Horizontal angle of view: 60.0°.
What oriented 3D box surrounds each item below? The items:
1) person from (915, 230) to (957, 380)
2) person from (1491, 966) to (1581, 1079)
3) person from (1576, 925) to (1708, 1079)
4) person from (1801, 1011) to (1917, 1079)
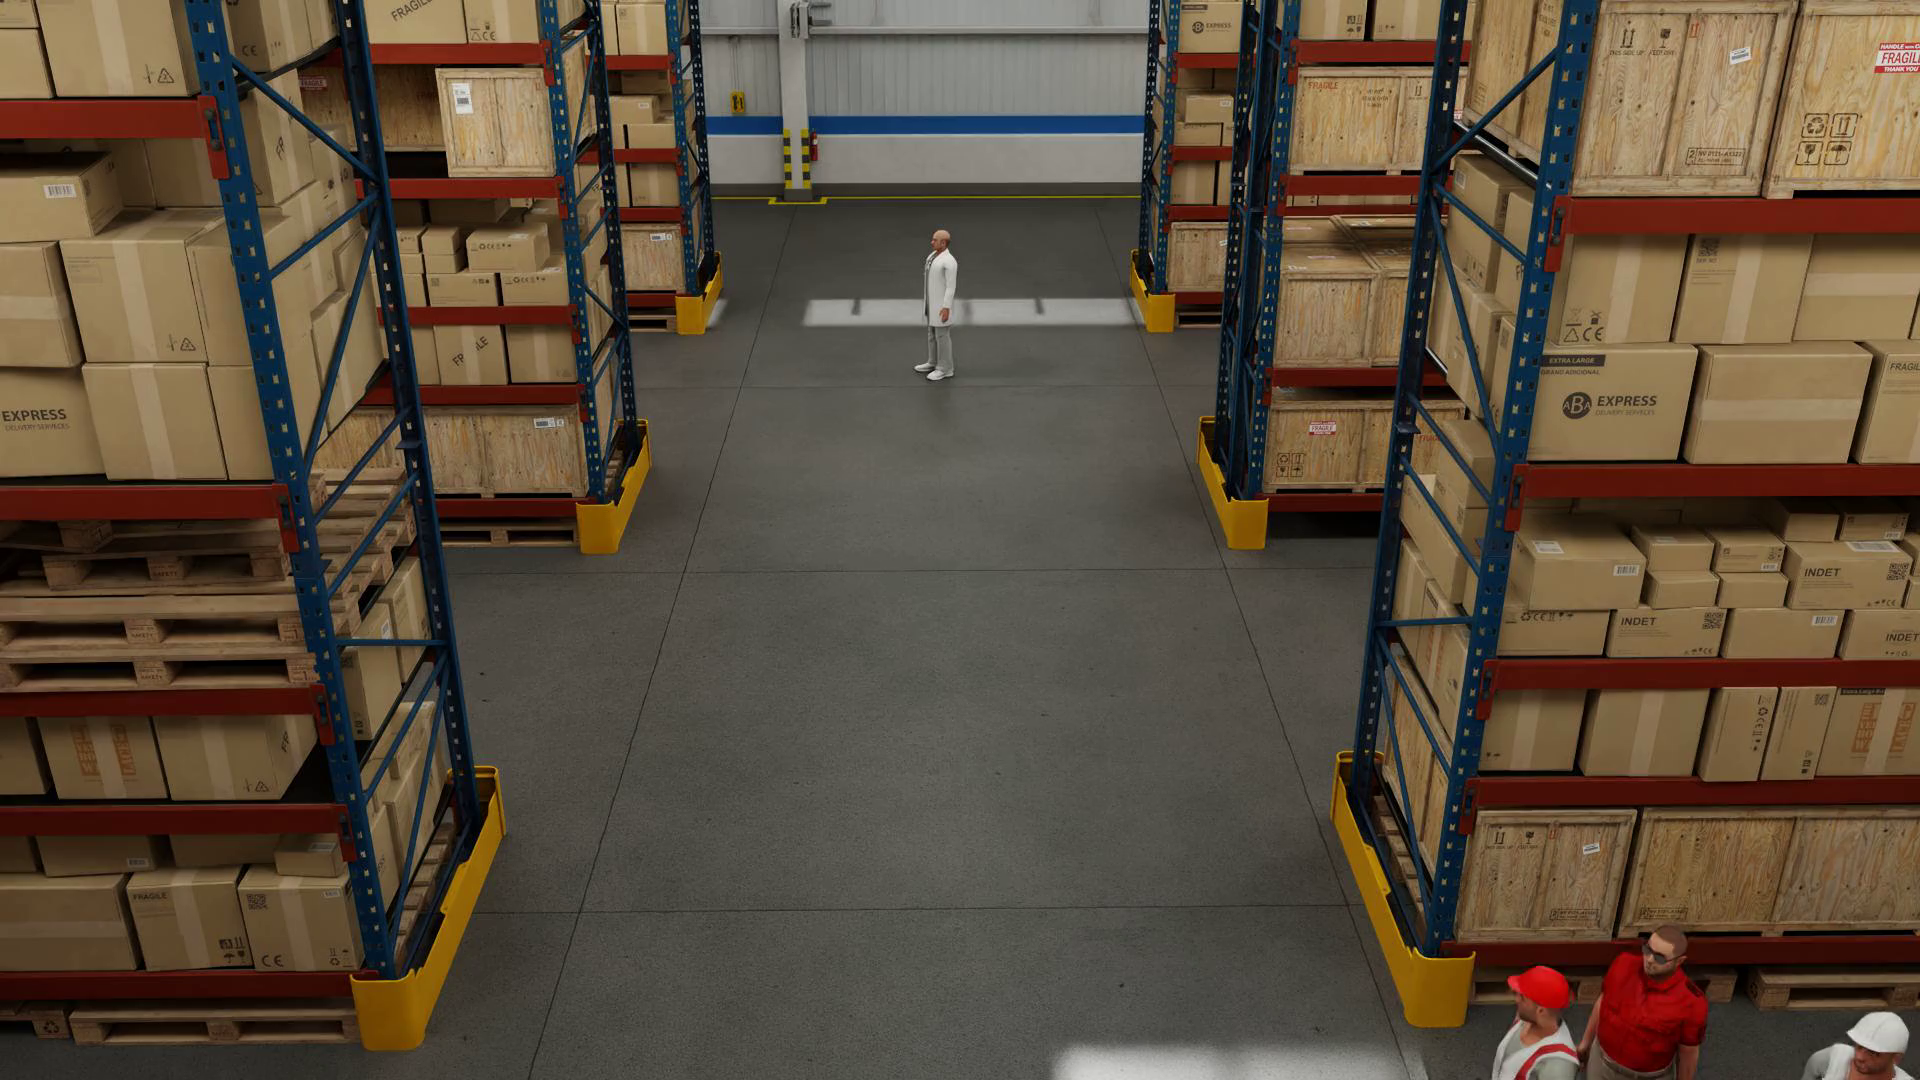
[{"bbox_3d":[-0.284,-2.822,19.894,0.392,1.781,0.551,-11,27,-23],"label":"person"},{"bbox_3d":[2.658,2.815,7.840,0.825,1.767,0.674,-2,25,-4],"label":"person"},{"bbox_3d":[3.299,2.646,8.252,0.484,1.736,0.547,-14,29,-28],"label":"person"},{"bbox_3d":[4.018,2.893,7.606,0.362,1.792,0.590,-22,33,-39],"label":"person"}]
